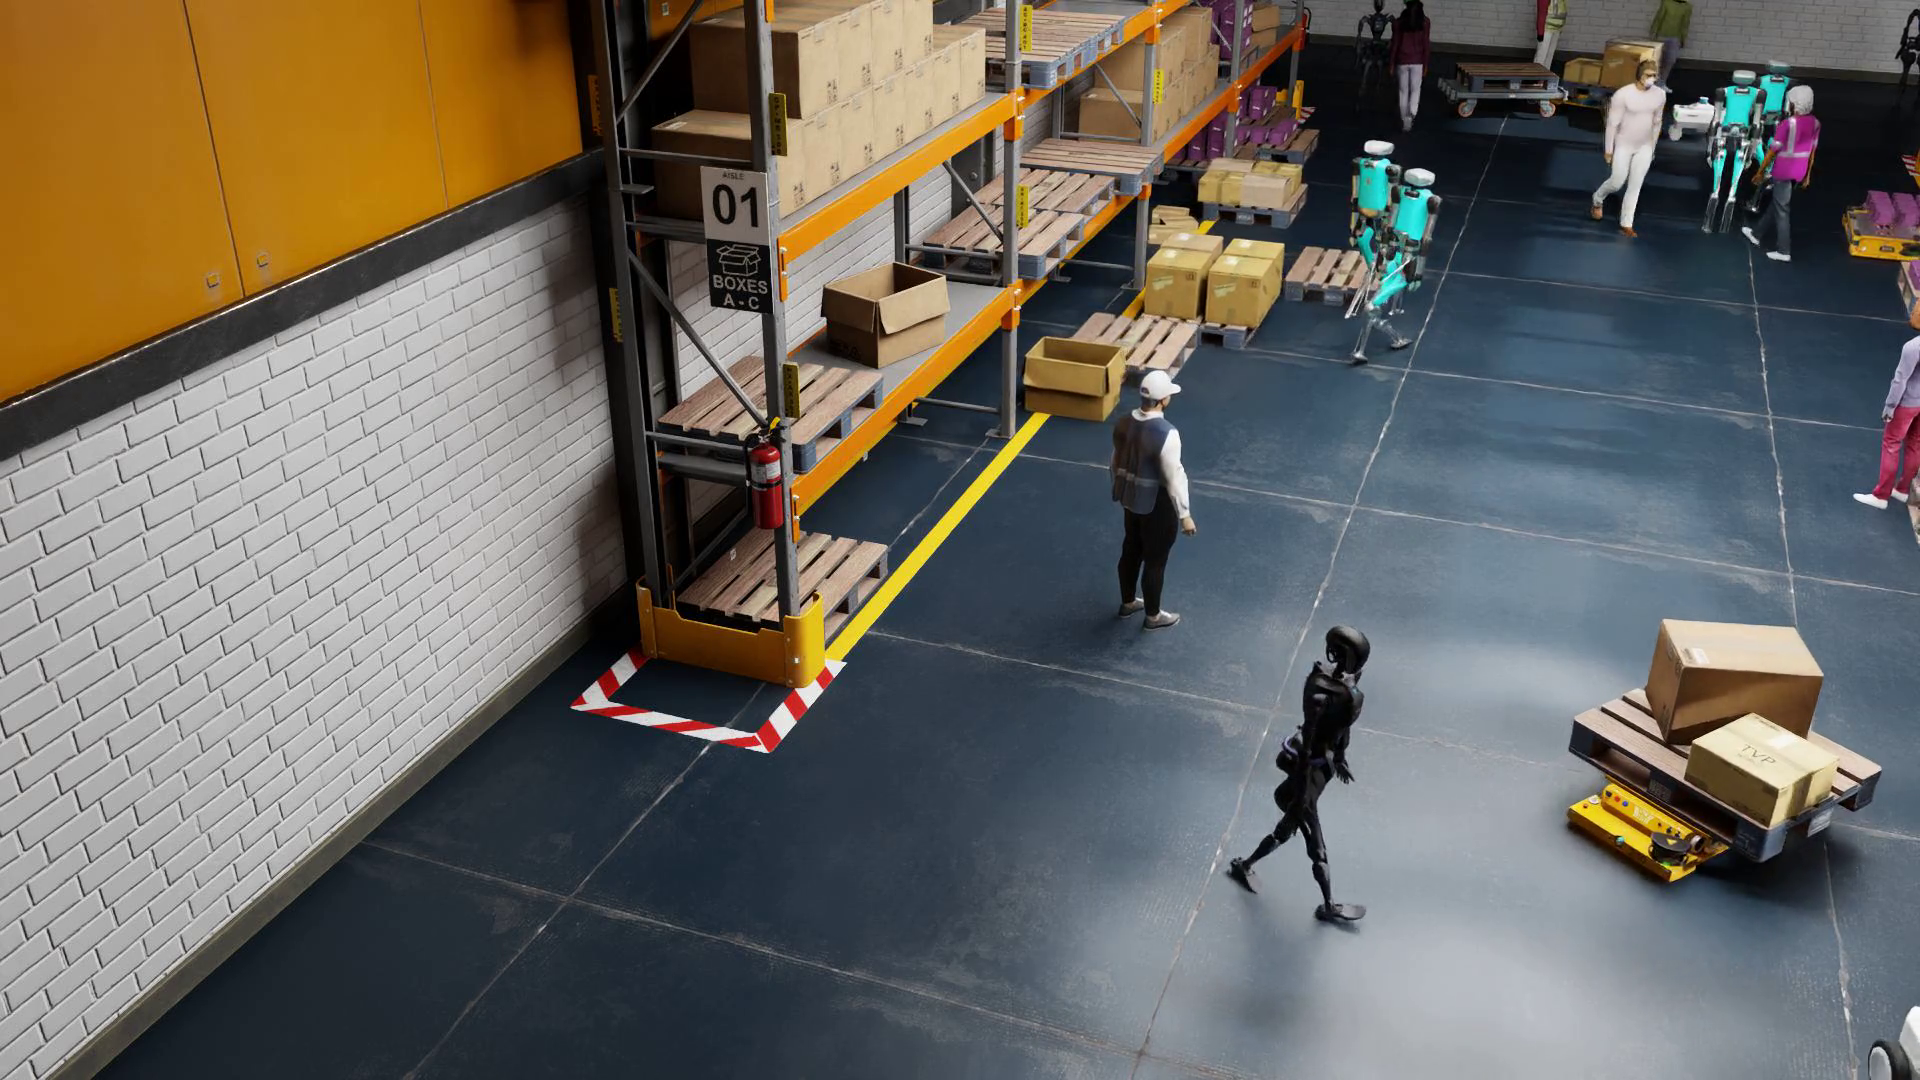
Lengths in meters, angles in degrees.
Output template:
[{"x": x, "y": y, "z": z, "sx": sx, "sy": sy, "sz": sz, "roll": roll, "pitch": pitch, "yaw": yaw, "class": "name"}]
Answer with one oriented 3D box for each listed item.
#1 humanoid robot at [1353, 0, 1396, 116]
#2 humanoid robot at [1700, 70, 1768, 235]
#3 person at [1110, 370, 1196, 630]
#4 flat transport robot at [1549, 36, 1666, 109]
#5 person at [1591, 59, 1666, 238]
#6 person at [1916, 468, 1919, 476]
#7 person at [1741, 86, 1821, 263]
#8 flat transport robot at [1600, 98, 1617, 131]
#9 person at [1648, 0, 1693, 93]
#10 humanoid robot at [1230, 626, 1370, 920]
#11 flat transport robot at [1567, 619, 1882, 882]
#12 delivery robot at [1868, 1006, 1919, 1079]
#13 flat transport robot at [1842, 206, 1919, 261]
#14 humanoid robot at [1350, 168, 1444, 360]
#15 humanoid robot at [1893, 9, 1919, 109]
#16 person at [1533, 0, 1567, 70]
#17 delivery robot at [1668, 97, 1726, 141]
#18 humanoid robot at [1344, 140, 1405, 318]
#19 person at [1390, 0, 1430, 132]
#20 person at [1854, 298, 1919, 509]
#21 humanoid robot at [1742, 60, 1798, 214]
[{"x": 5.865, "y": -6.813, "z": 23.426, "sx": 0.612, "sy": 1.655, "sz": 0.387, "roll": 1, "pitch": 27, "yaw": 3, "class": "humanoid robot"}, {"x": 8.500, "y": -4.179, "z": 18.357, "sx": 0.532, "sy": 1.877, "sz": 0.752, "roll": 10, "pitch": 29, "yaw": 18, "class": "humanoid robot"}, {"x": 1.205, "y": -0.245, "z": 10.611, "sx": 0.449, "sy": 1.750, "sz": 0.754, "roll": -18, "pitch": 32, "yaw": -30, "class": "person"}, {"x": 9.348, "y": -6.375, "z": 24.116, "sx": 1.431, "sy": 0.231, "sz": 0.659, "roll": 20, "pitch": 34, "yaw": 34, "class": "flat transport robot"}, {"x": 7.407, "y": -4.356, "z": 18.403, "sx": 0.627, "sy": 1.920, "sz": 0.712, "roll": -4, "pitch": 28, "yaw": -8, "class": "person"}, {"x": 7.574, "y": -1.181, "z": 12.429, "sx": 0.560, "sy": 1.743, "sz": 0.342, "roll": 3, "pitch": 27, "yaw": 7, "class": "person"}, {"x": 8.736, "y": -3.918, "z": 17.674, "sx": 0.521, "sy": 1.802, "sz": 0.870, "roll": -9, "pitch": 29, "yaw": -17, "class": "person"}, {"x": 9.365, "y": -5.966, "z": 23.322, "sx": 0.659, "sy": 0.231, "sz": 1.431, "roll": 8, "pitch": 28, "yaw": 14, "class": "flat transport robot"}, {"x": 10.507, "y": -7.479, "z": 24.793, "sx": 0.649, "sy": 1.610, "sz": 0.288, "roll": 1, "pitch": 27, "yaw": 2, "class": "person"}, {"x": 1.699, "y": 1.120, "z": 8.100, "sx": 0.751, "sy": 1.631, "sz": 0.587, "roll": 16, "pitch": 32, "yaw": 29, "class": "humanoid robot"}, {"x": 4.060, "y": 1.387, "z": 9.061, "sx": 1.431, "sy": 0.231, "sz": 0.659, "roll": -16, "pitch": 31, "yaw": -28, "class": "flat transport robot"}, {"x": 4.219, "y": 2.311, "z": 6.976, "sx": 0.499, "sy": 0.614, "sz": 0.796, "roll": 2, "pitch": 27, "yaw": 5, "class": "delivery robot"}, {"x": 10.112, "y": -3.359, "z": 18.266, "sx": 0.659, "sy": 0.231, "sz": 1.431, "roll": 10, "pitch": 29, "yaw": 19, "class": "flat transport robot"}, {"x": 3.784, "y": -2.395, "z": 14.854, "sx": 1.055, "sy": 1.740, "sz": 0.535, "roll": -18, "pitch": 32, "yaw": -31, "class": "humanoid robot"}, {"x": 13.817, "y": -7.064, "z": 23.951, "sx": 0.590, "sy": 1.632, "sz": 0.735, "roll": 23, "pitch": 35, "yaw": 37, "class": "humanoid robot"}, {"x": 8.814, "y": -7.639, "z": 24.867, "sx": 0.429, "sy": 1.832, "sz": 0.633, "roll": 23, "pitch": 35, "yaw": 37, "class": "person"}, {"x": 9.981, "y": -5.658, "z": 22.407, "sx": 0.790, "sy": 0.589, "sz": 0.499, "roll": 8, "pitch": 28, "yaw": 15, "class": "delivery robot"}, {"x": 4.093, "y": -2.971, "z": 15.958, "sx": 0.848, "sy": 1.796, "sz": 0.544, "roll": -20, "pitch": 34, "yaw": -34, "class": "humanoid robot"}, {"x": 6.082, "y": -6.467, "z": 22.513, "sx": 0.534, "sy": 1.909, "sz": 0.637, "roll": 9, "pitch": 29, "yaw": 16, "class": "person"}, {"x": 6.977, "y": -1.004, "z": 12.217, "sx": 0.501, "sy": 1.628, "sz": 0.283, "roll": -13, "pitch": 30, "yaw": -23, "class": "person"}, {"x": 9.190, "y": -4.483, "z": 18.856, "sx": 0.530, "sy": 1.763, "sz": 0.875, "roll": 1, "pitch": 27, "yaw": 1, "class": "humanoid robot"}]
